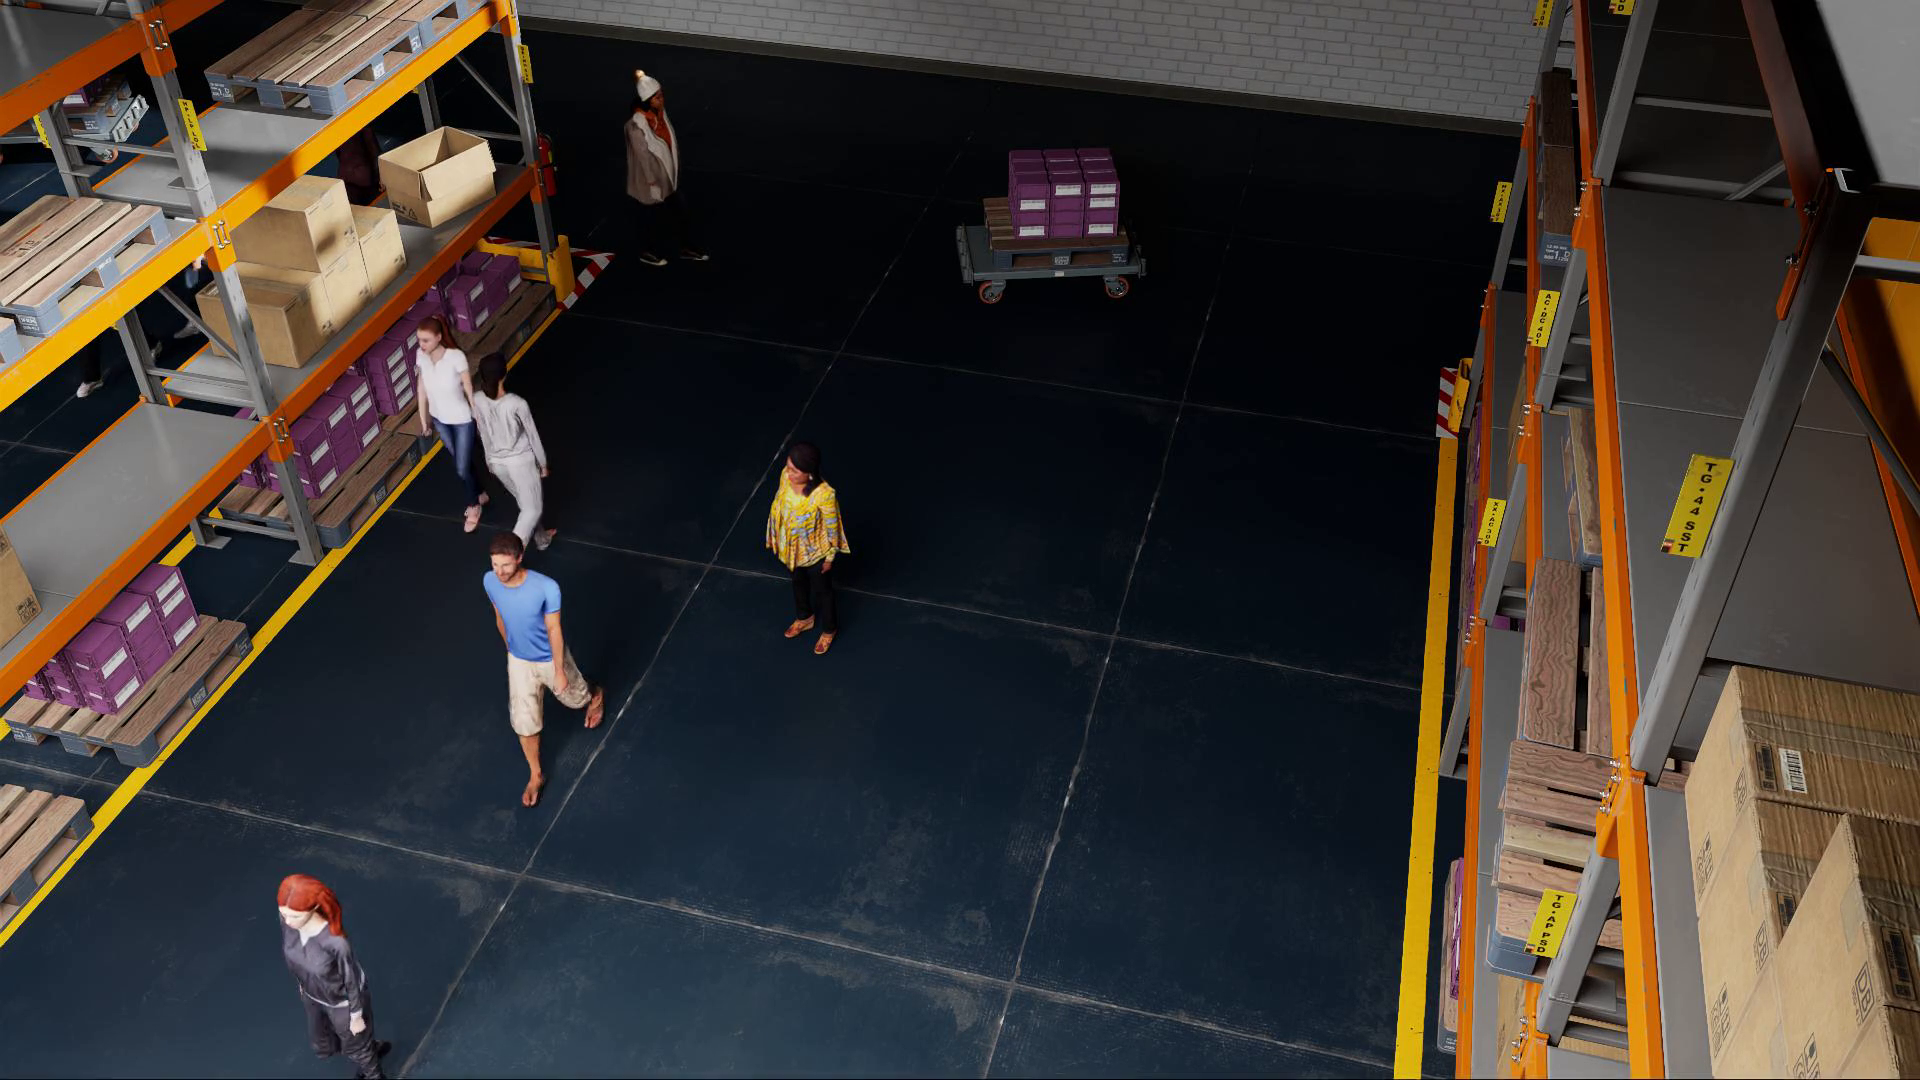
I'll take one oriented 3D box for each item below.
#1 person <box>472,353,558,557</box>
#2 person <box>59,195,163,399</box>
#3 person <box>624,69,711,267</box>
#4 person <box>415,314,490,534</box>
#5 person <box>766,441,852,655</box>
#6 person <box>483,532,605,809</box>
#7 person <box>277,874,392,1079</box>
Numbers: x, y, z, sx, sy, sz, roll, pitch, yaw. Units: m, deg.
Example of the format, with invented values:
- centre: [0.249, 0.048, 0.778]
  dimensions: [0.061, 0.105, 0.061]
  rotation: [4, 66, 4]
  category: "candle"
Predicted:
- centre: [-3.138, -0.482, 11.575]
  dimensions: [0.620, 1.750, 1.019]
  rotation: [11, 40, 13]
  category: "person"
- centre: [-7.031, -2.068, 13.642]
  dimensions: [0.720, 1.647, 1.098]
  rotation: [14, 41, 17]
  category: "person"
- centre: [-2.849, -3.345, 15.064]
  dimensions: [0.856, 1.868, 0.877]
  rotation: [19, 42, 22]
  category: "person"
- centre: [-3.636, -0.920, 12.145]
  dimensions: [0.612, 1.723, 0.694]
  rotation: [13, 40, 15]
  category: "person"
- centre: [-0.998, 0.034, 11.005]
  dimensions: [0.844, 1.655, 0.889]
  rotation: [27, 46, 30]
  category: "person"
- centre: [-2.516, 0.641, 10.097]
  dimensions: [0.720, 1.839, 1.224]
  rotation: [6, 39, 7]
  category: "person"
- centre: [-3.019, 2.189, 8.217]
  dimensions: [0.671, 1.767, 0.668]
  rotation: [21, 43, 24]
  category: "person"
